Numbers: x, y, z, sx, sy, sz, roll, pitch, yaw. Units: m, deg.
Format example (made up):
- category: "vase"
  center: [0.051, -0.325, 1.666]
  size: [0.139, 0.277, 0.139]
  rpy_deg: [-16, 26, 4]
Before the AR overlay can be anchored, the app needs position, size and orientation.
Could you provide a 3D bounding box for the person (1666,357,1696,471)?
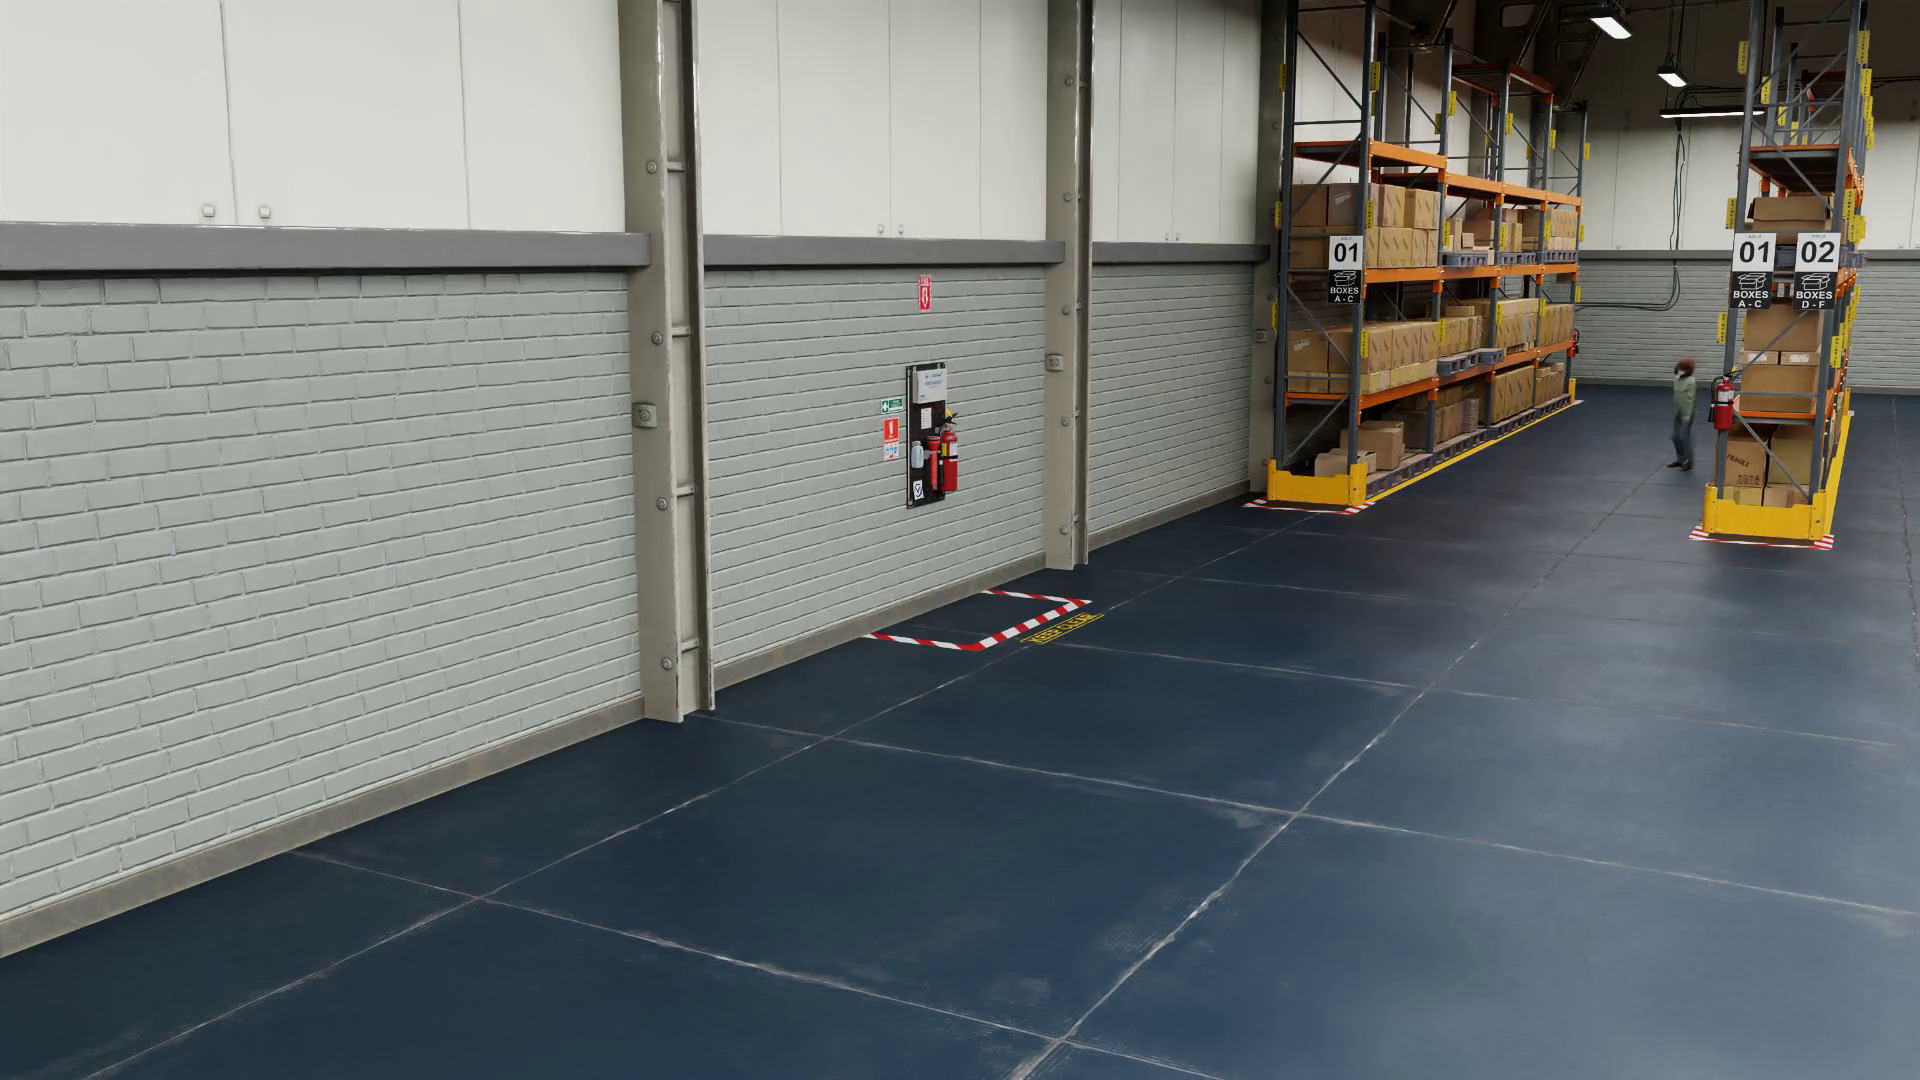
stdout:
- category: "person"
  center: [10.058, -1.747, 23.119]
  size: [0.410, 1.605, 0.525]
  rpy_deg: [-1, 10, -8]
